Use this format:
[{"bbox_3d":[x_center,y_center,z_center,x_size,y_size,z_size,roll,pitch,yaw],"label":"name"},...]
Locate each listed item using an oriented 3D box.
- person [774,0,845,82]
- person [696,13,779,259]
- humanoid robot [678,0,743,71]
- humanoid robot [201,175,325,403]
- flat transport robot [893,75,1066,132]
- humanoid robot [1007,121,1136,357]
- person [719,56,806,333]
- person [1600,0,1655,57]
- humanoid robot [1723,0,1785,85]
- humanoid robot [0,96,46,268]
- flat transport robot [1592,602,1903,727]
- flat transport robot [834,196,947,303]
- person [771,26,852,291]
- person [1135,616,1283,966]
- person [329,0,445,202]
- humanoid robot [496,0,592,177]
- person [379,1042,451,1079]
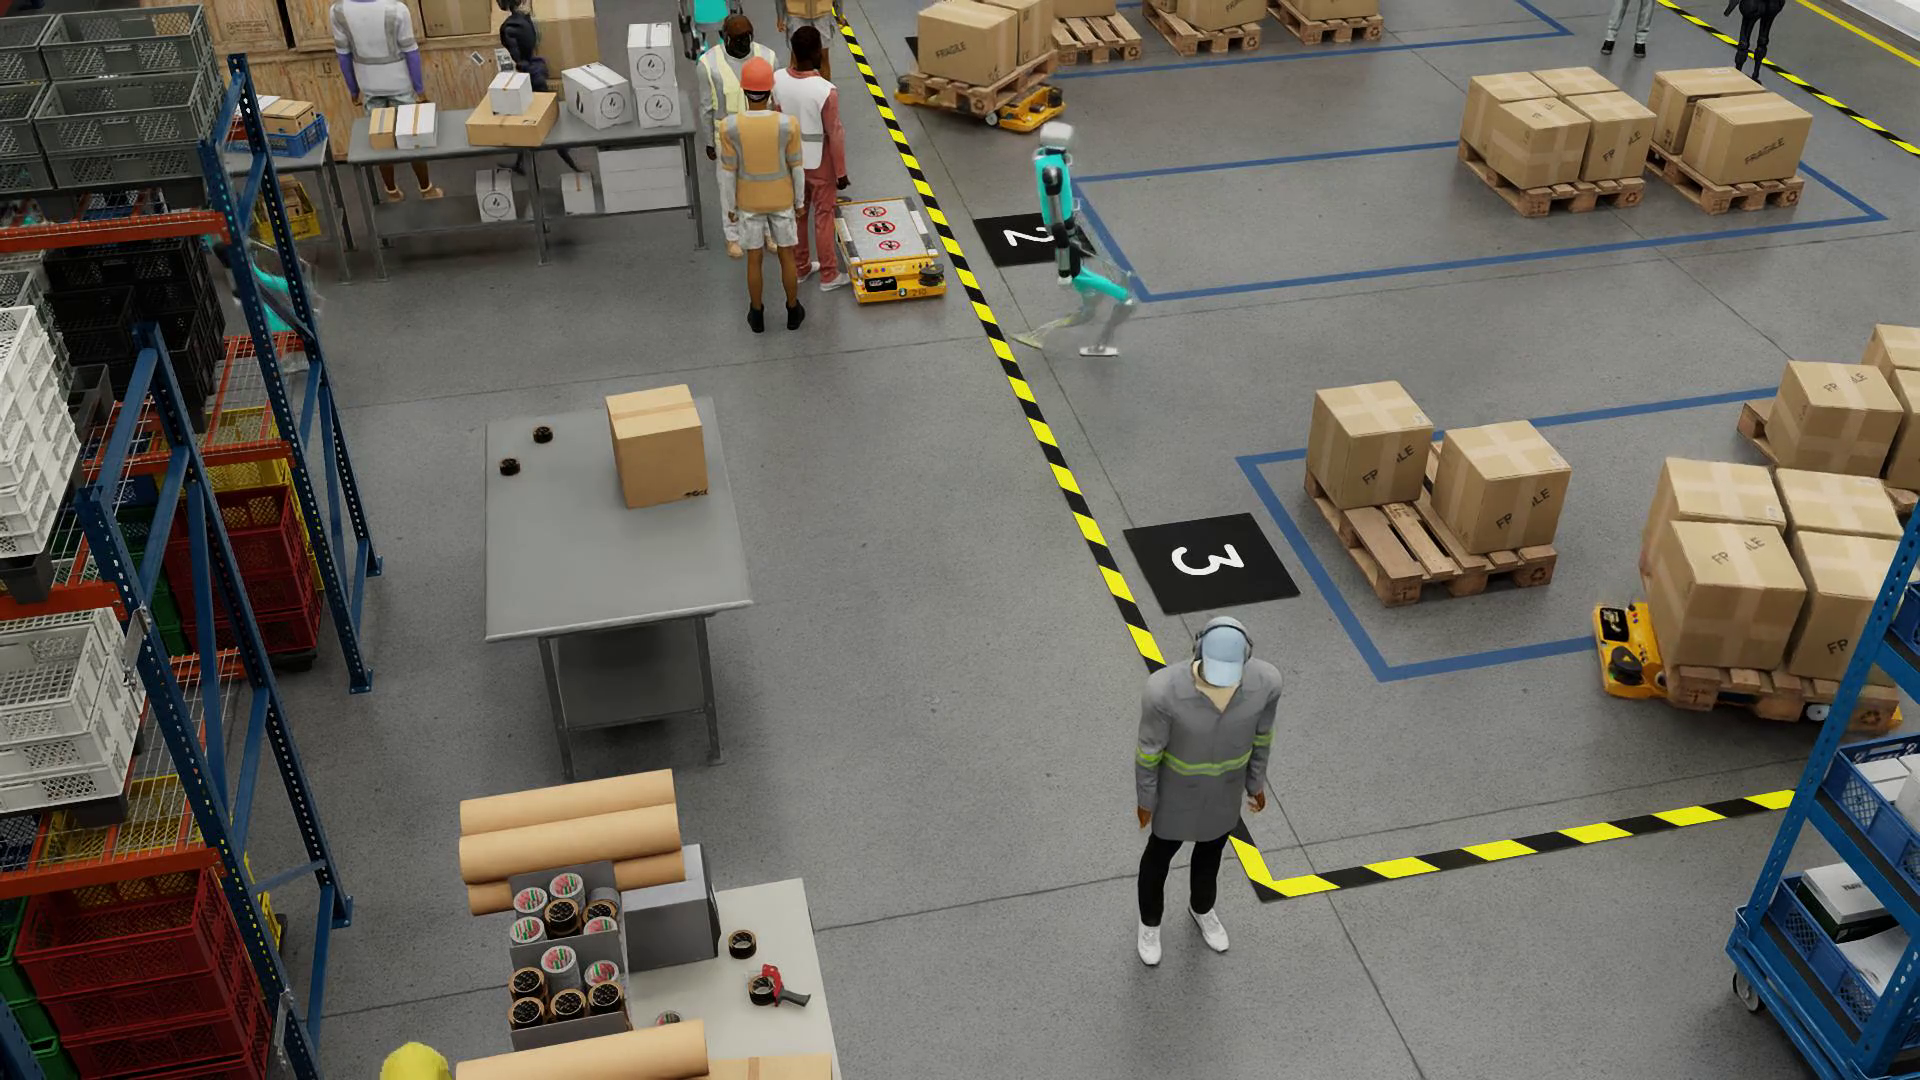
[{"bbox_3d":[-1.273,-4.504,14.129,0.604,2.036,0.389,-7,37,-10],"label":"person"},{"bbox_3d":[-1.583,-2.966,12.231,0.622,1.837,0.429,-11,38,-14],"label":"person"},{"bbox_3d":[-2.095,-4.190,13.959,0.554,1.728,1.023,-10,38,-13],"label":"humanoid robot"},{"bbox_3d":[-4.447,-1.721,10.650,0.828,1.801,0.544,-12,38,-16],"label":"humanoid robot"},{"bbox_3d":[0.172,-3.996,14.901,1.431,0.197,0.652,21,41,25],"label":"flat transport robot"},{"bbox_3d":[0.799,-1.882,10.830,0.963,1.727,0.531,0,37,0],"label":"humanoid robot"},{"bbox_3d":[-1.317,-2.316,11.269,0.549,1.937,0.354,-4,37,-5],"label":"person"},{"bbox_3d":[6.437,-5.462,15.580,0.595,1.837,0.404,10,38,13],"label":"person"},{"bbox_3d":[7.205,-4.902,14.952,0.599,1.655,0.315,-13,39,-17],"label":"humanoid robot"},{"bbox_3d":[-6.406,-2.098,11.156,0.910,1.769,0.543,-2,37,-3],"label":"humanoid robot"},{"bbox_3d":[4.106,0.613,8.707,1.431,0.197,0.652,6,37,8],"label":"flat transport robot"},{"bbox_3d":[-0.570,-2.220,12.538,0.659,0.231,1.431,-8,37,-10],"label":"flat transport robot"},{"bbox_3d":[-1.054,-2.684,11.780,0.592,1.919,0.392,23,42,28],"label":"person"},{"bbox_3d":[1.001,1.031,6.846,0.589,1.847,0.407,-6,37,-8],"label":"person"},{"bbox_3d":[-4.414,-3.507,12.785,0.607,2.040,0.391,-1,37,-1],"label":"person"},{"bbox_3d":[-3.438,-3.626,13.295,0.807,1.633,0.603,-2,37,-2],"label":"humanoid robot"},{"bbox_3d":[-1.625,2.181,5.381,0.538,1.747,0.582,-6,37,-8],"label":"person"}]
